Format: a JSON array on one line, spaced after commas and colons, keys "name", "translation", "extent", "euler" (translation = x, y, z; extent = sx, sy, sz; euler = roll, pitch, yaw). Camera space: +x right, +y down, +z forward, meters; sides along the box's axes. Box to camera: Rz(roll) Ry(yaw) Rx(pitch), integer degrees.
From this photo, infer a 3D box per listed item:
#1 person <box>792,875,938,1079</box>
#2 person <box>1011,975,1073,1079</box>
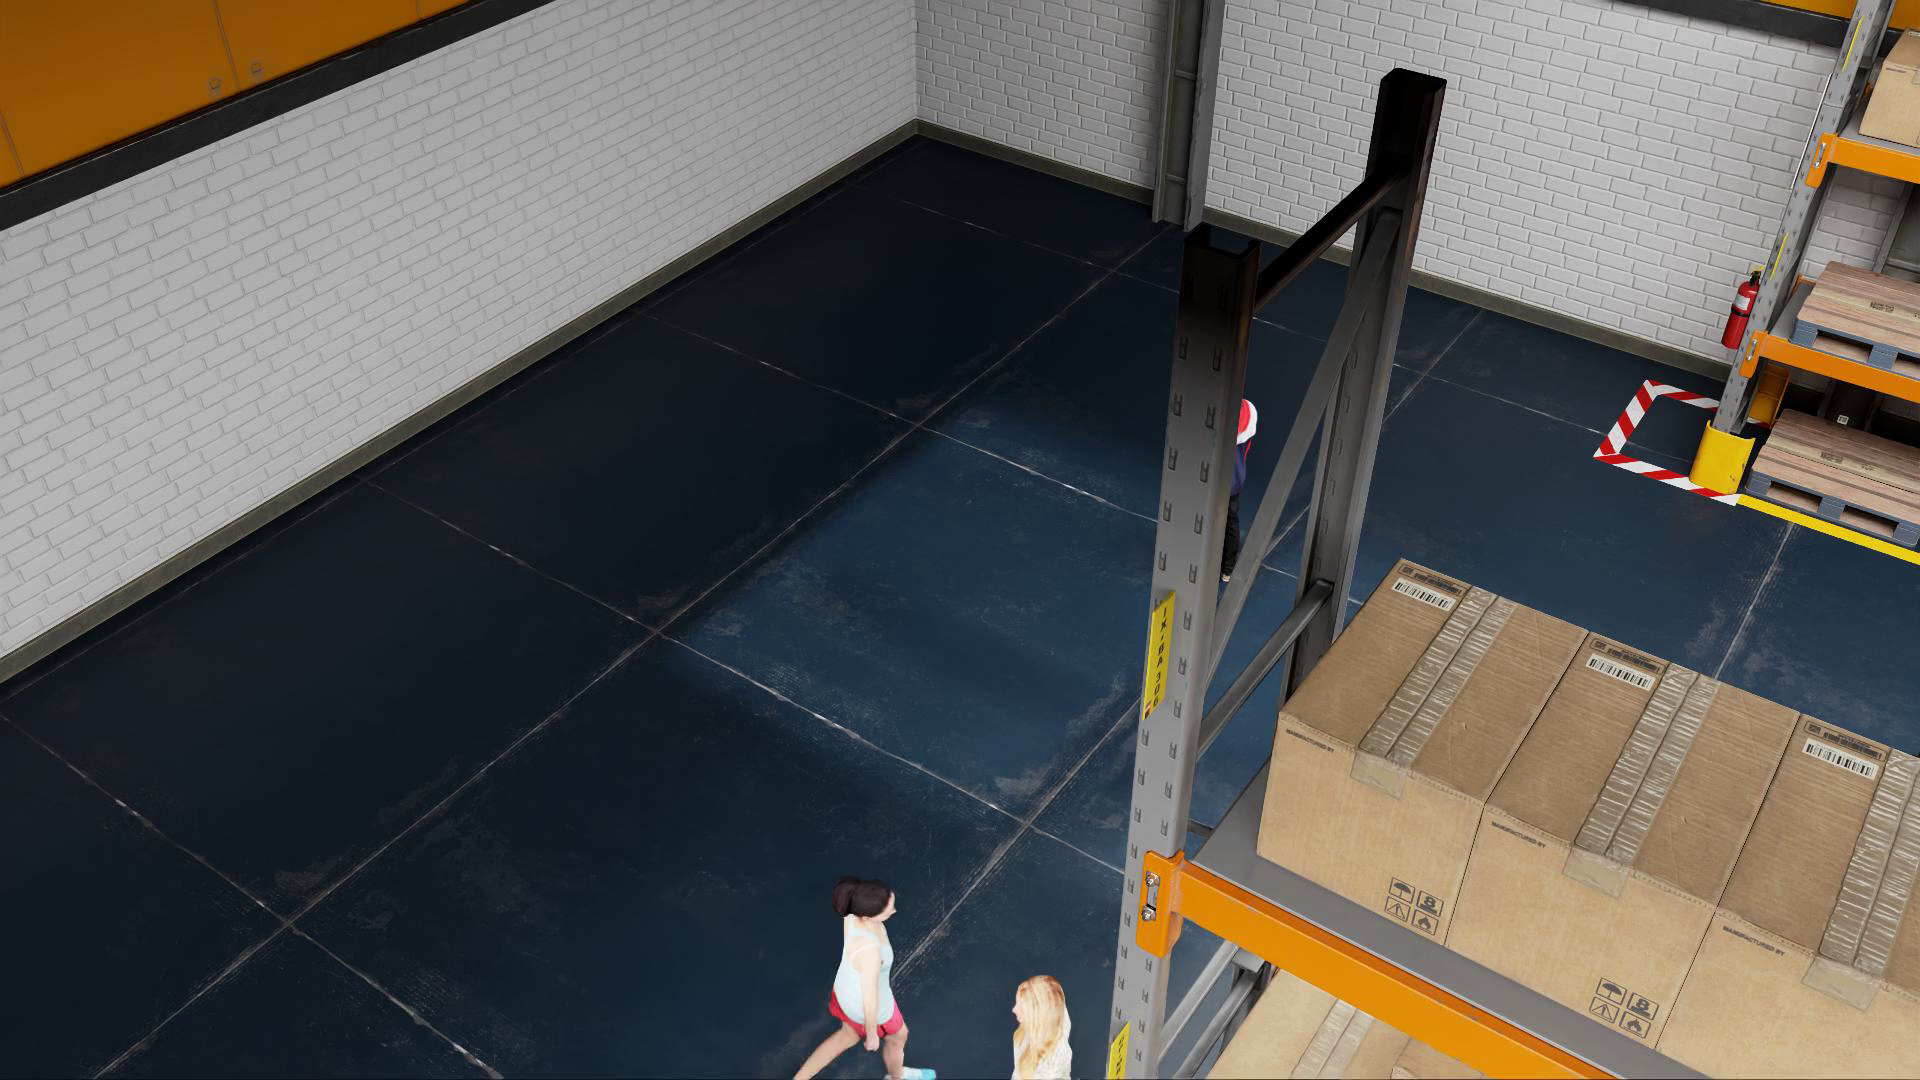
[{"name": "person", "translation": [-0.526, 2.208, 7.874], "extent": [1.088, 1.742, 1.102], "euler": [-12, 40, -15]}, {"name": "person", "translation": [0.491, 2.537, 7.440], "extent": [1.211, 1.769, 1.157], "euler": [-6, 39, -8]}]
